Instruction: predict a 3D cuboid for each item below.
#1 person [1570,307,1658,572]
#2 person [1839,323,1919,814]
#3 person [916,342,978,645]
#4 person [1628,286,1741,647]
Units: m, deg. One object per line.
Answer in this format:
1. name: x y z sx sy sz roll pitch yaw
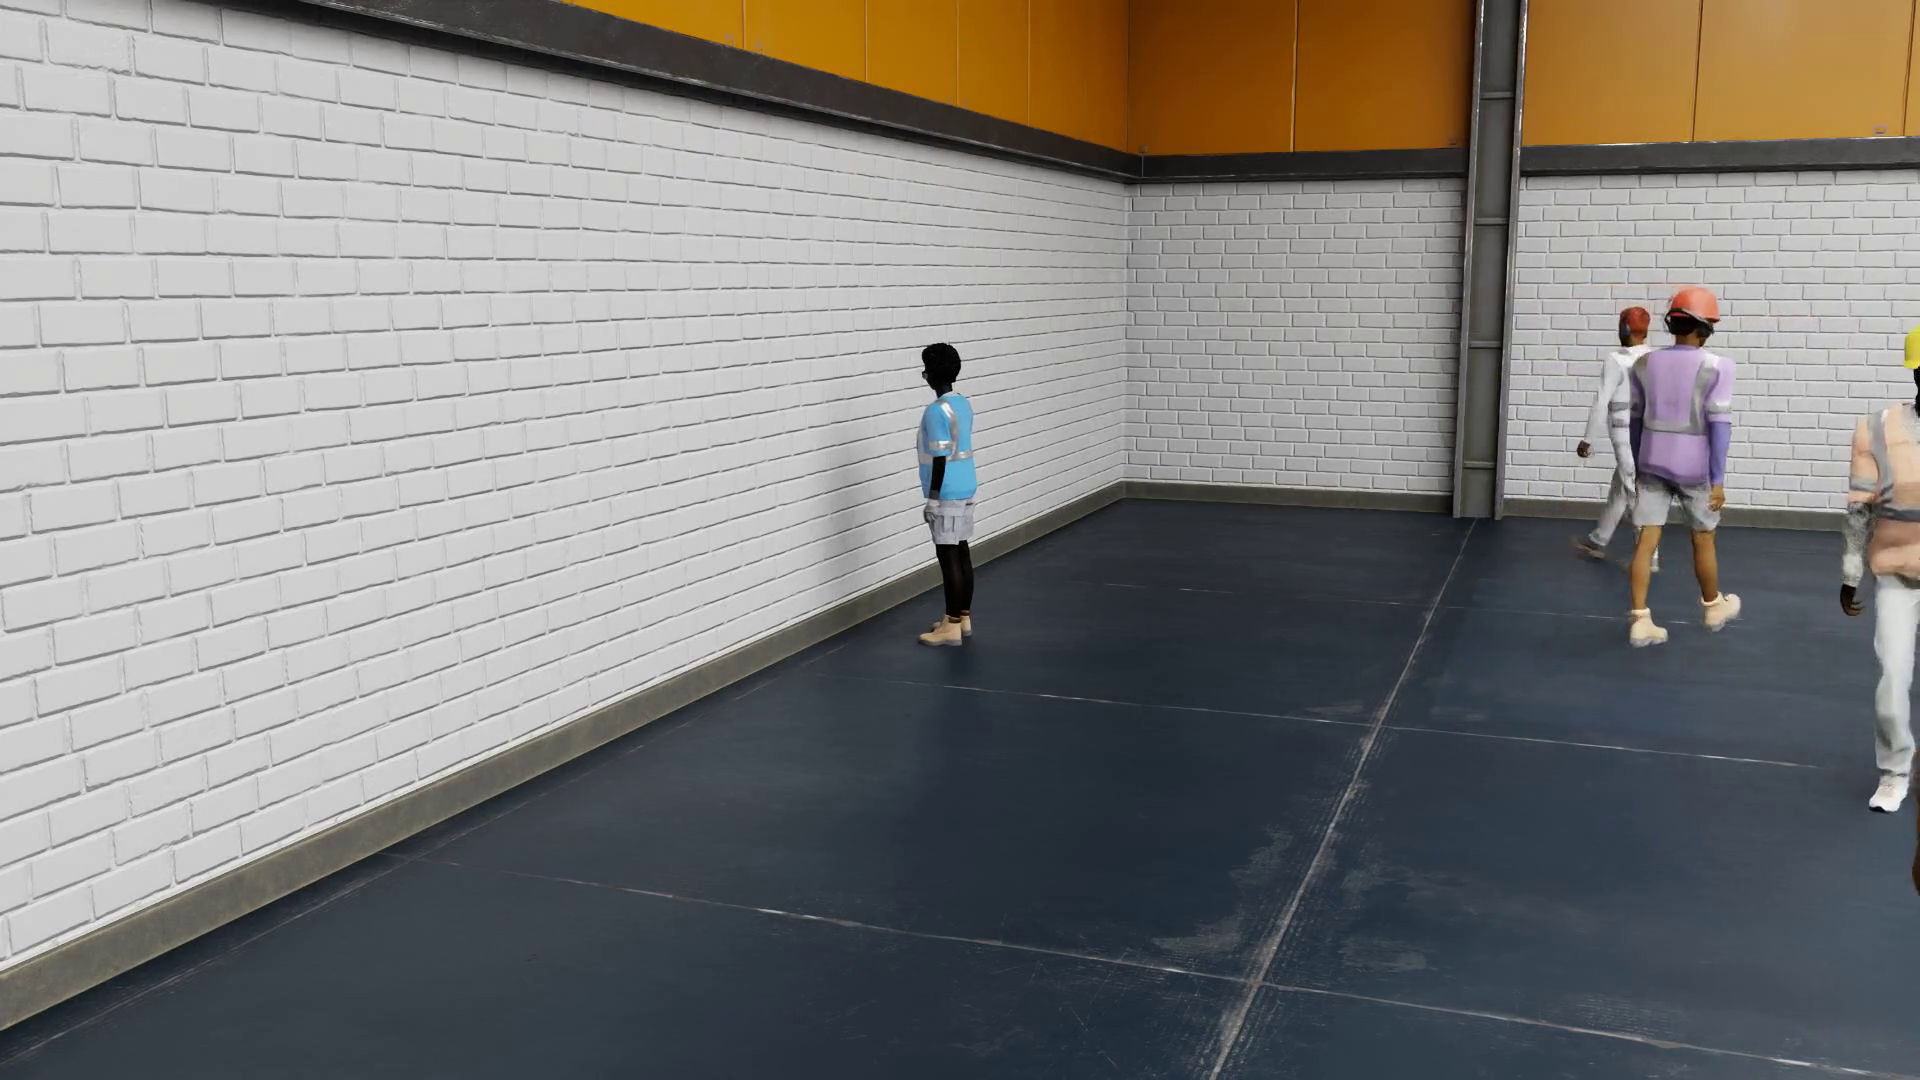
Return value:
1. person: 4.690 -0.728 11.870 0.580 1.839 0.944 -5 10 -30
2. person: 3.740 0.100 6.436 0.602 1.907 0.487 7 11 37
3. person: -0.075 -0.257 9.338 0.322 1.699 0.535 3 9 18
4. person: 4.118 -0.420 9.418 1.003 1.995 0.639 -7 12 -39
